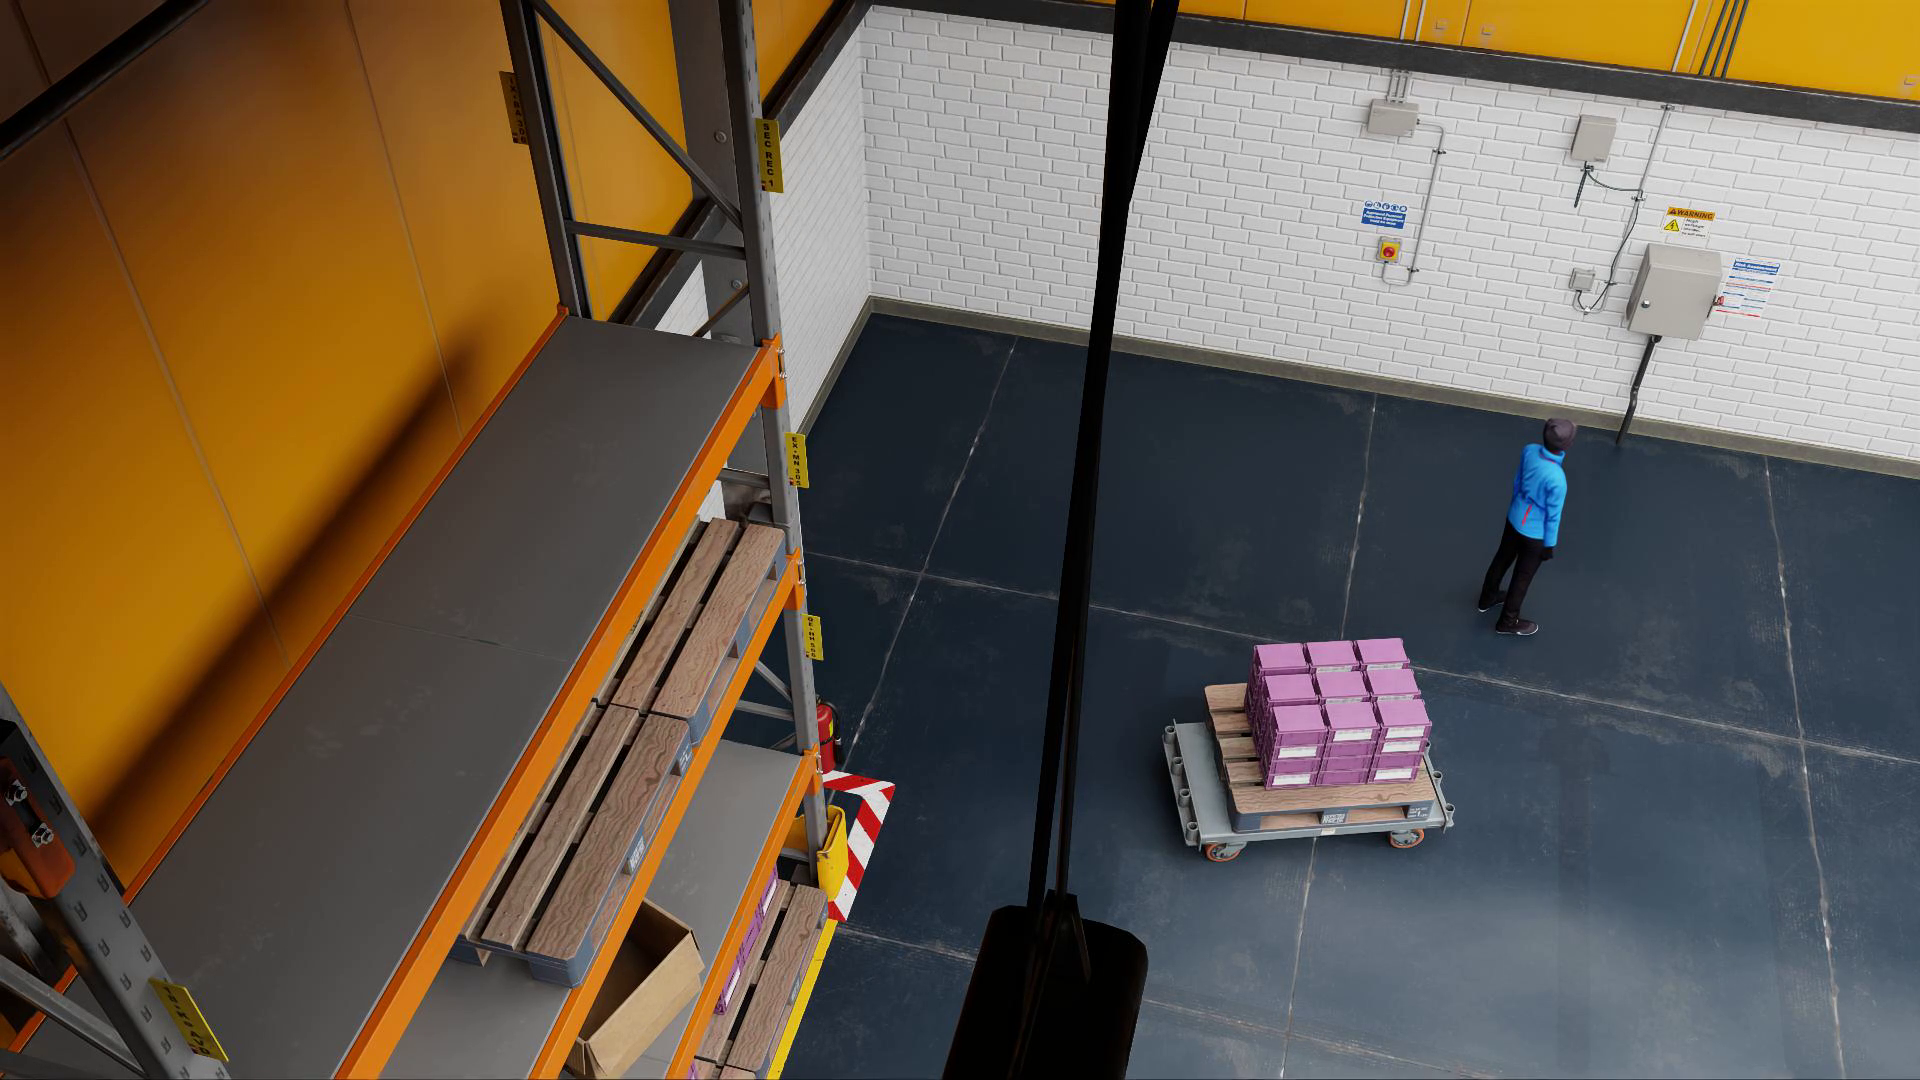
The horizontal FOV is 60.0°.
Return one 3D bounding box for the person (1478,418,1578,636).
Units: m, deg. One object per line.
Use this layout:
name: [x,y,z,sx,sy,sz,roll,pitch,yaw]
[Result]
person: [3.783,-0.099,11.081,0.758,1.794,0.660,-13,45,-13]
